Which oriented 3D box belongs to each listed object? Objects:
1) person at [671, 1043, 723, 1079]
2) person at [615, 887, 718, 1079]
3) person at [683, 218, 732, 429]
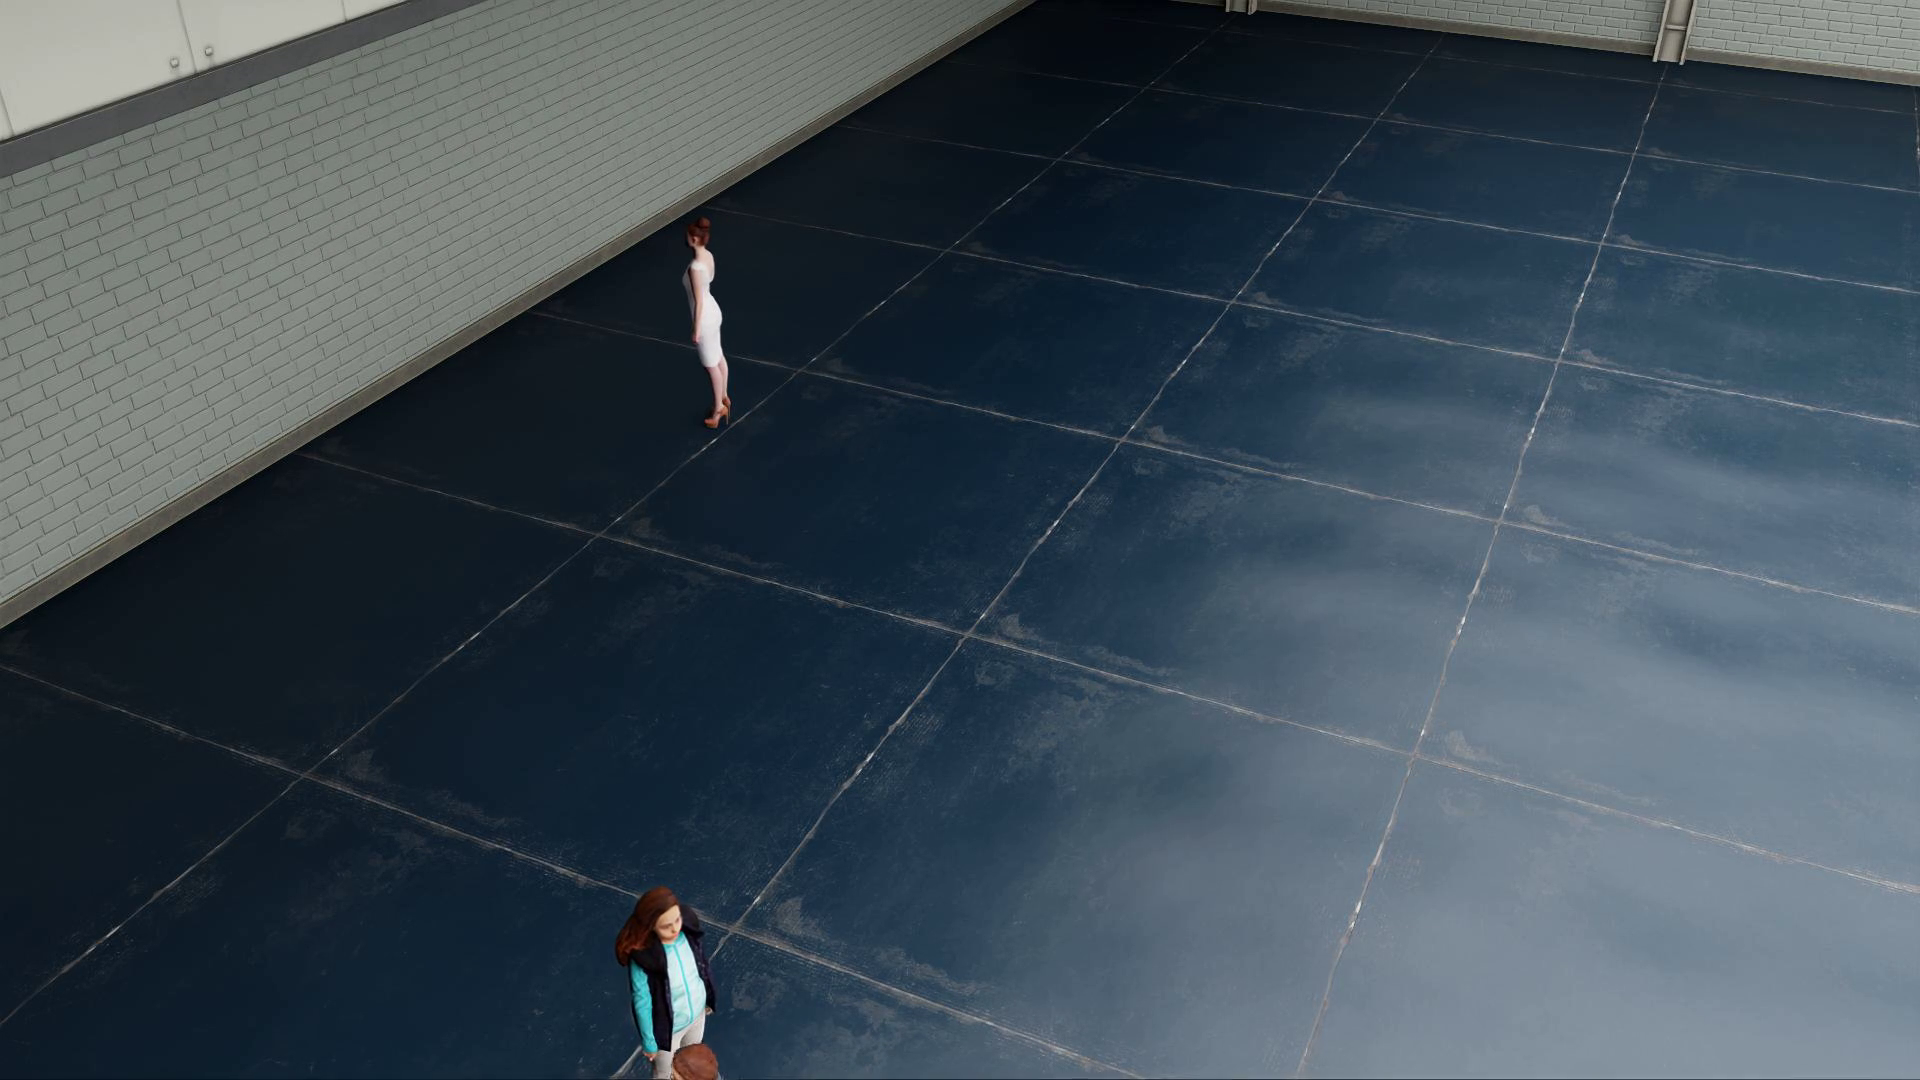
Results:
[{"bbox_3d":[-1.025,2.554,7.054,0.702,1.187,0.632,-4,33,-7],"label":"person"},{"bbox_3d":[-1.289,2.116,7.456,0.623,1.499,0.616,20,38,29],"label":"person"},{"bbox_3d":[-2.016,-1.730,13.279,0.579,1.791,0.616,4,33,7],"label":"person"}]
